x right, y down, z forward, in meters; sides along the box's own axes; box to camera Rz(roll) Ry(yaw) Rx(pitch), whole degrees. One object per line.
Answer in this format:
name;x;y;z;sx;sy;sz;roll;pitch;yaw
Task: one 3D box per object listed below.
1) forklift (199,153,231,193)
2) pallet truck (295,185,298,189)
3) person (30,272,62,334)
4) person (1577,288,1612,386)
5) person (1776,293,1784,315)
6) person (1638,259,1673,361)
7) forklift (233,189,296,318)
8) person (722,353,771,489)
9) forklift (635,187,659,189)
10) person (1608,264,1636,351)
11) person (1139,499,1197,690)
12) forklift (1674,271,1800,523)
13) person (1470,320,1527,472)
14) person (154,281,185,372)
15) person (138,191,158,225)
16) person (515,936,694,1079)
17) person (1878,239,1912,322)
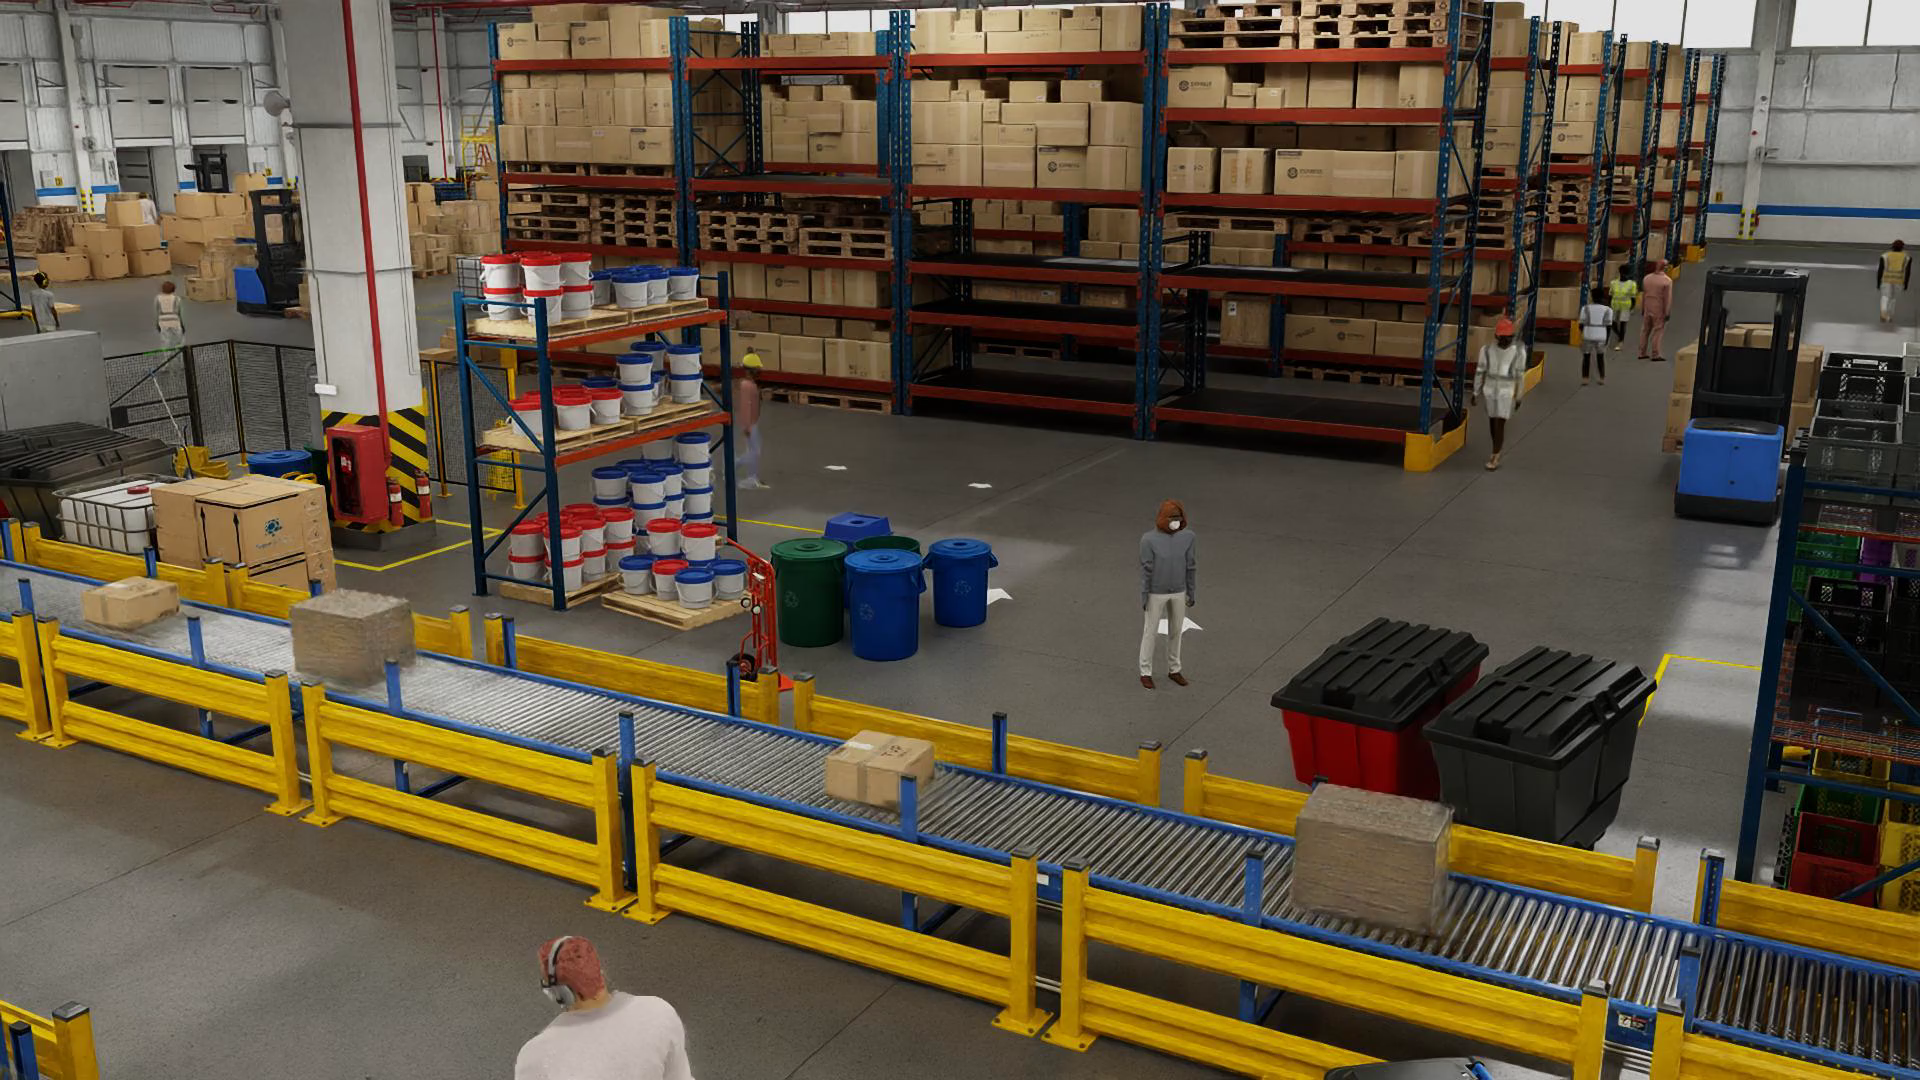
forklift;-27.440;-12.865;61.464;1.873;2.768;1.129;8;17;28
pallet truck;-26.804;-14.617;69.738;1.885;1.965;0.823;-14;20;-42
person;-15.987;-3.757;29.159;0.512;1.872;0.328;4;15;13
person;10.840;-3.473;28.473;0.549;1.670;0.487;3;15;12
person;15.571;-4.232;31.415;0.280;1.624;0.494;3;15;11
person;13.063;-4.302;31.162;0.399;1.899;0.646;-8;17;-28
forklift;-15.430;-6.495;37.516;1.873;2.768;1.129;8;17;28
person;-2.677;-1.463;20.774;0.505;1.754;0.528;-1;15;-3
forklift;-11.434;-12.668;60.724;1.129;2.768;1.873;-1;15;-3
person;12.920;-4.540;32.443;0.548;1.683;0.480;12;19;39
person;1.722;0.448;13.827;0.497;1.627;0.287;-4;16;-16
forklift;9.269;-1.763;19.726;1.129;2.768;1.873;8;17;27
person;7.179;-1.952;22.171;0.618;1.988;1.081;9;17;30
person;-14.256;-3.847;30.016;0.531;1.601;0.594;-3;15;-13
person;-26.118;-10.239;53.415;0.673;1.928;0.481;-3;15;-10
person;-1.341;2.329;6.328;0.723;1.847;0.920;-10;18;-34
person;20.446;-5.667;36.427;0.631;1.827;0.553;8;17;28
